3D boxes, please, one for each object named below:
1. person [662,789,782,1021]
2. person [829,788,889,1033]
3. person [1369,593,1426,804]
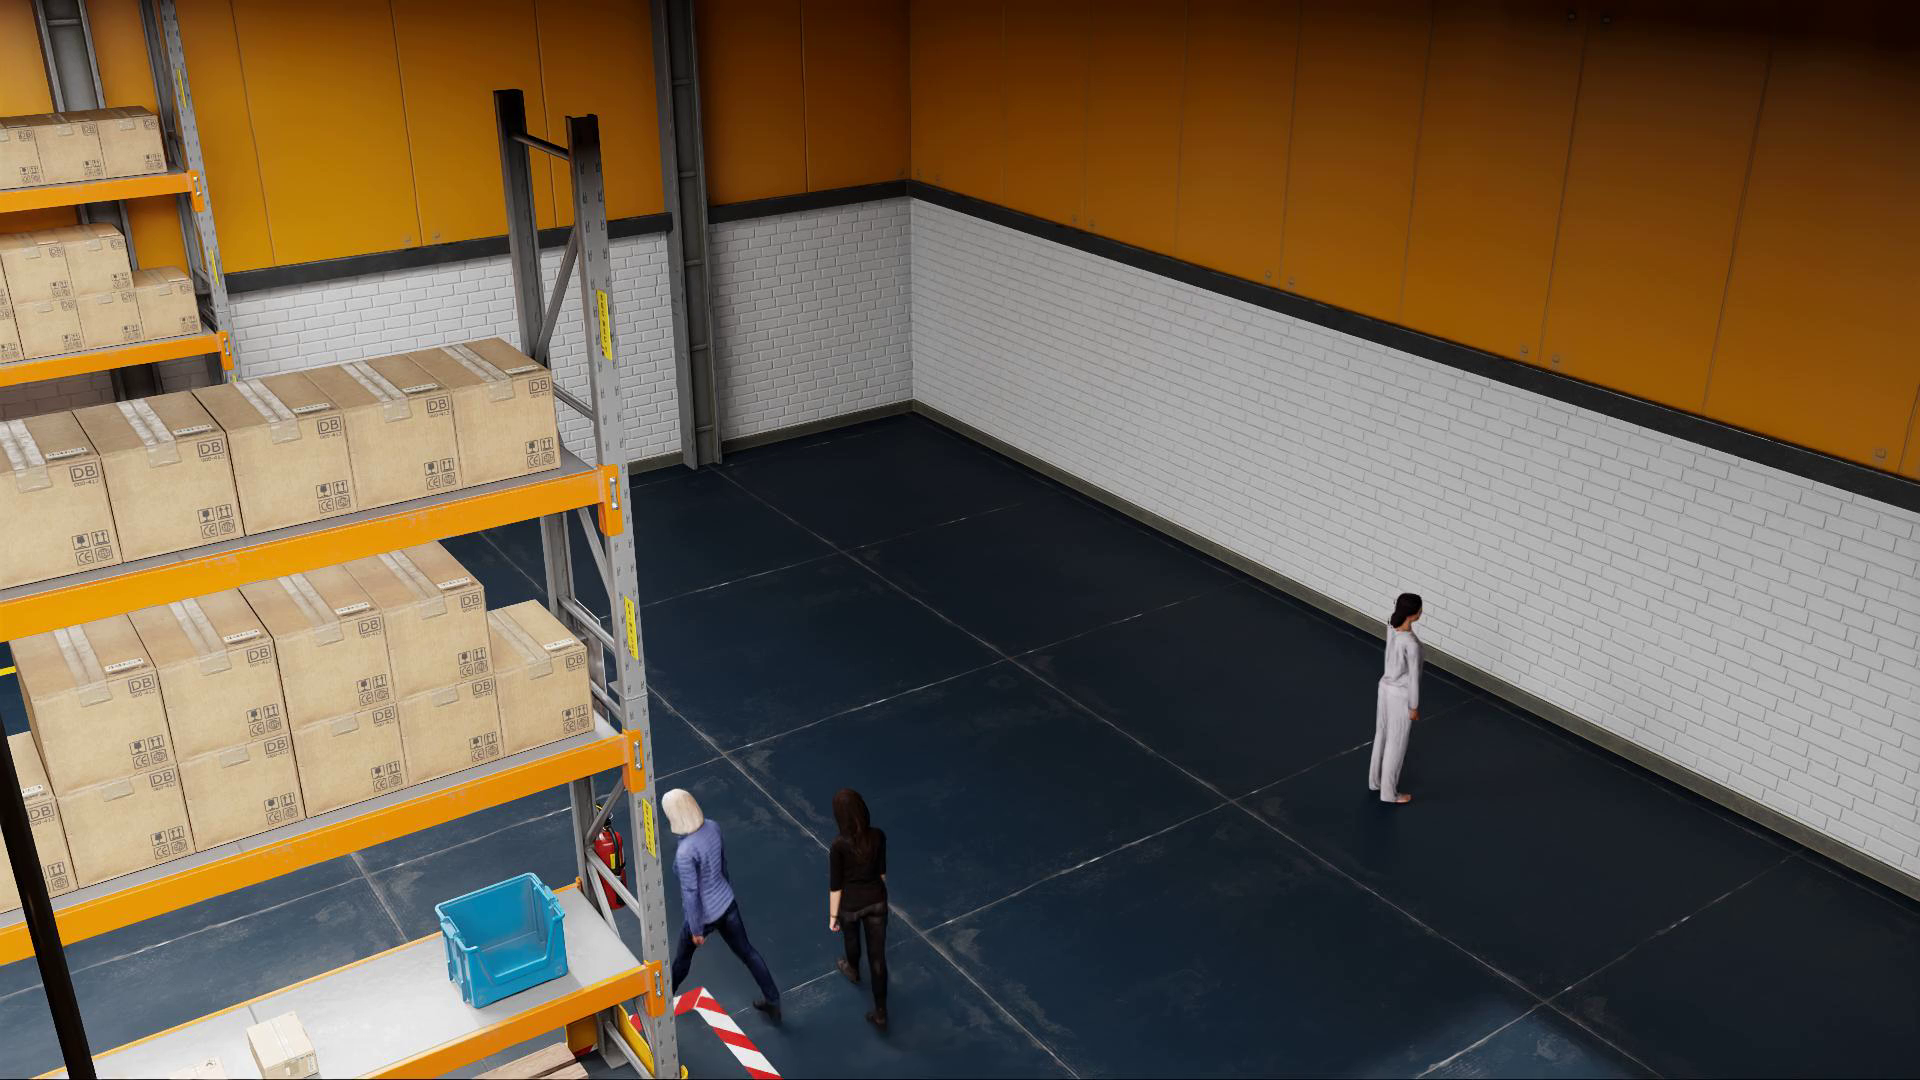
[{"bbox_3d":[-1.512,2.399,10.569,1.155,1.648,1.260,11,26,24],"label":"person"},{"bbox_3d":[-0.587,2.399,10.641,1.051,1.589,0.832,-9,25,-19],"label":"person"},{"bbox_3d":[3.440,1.228,13.090,0.645,1.773,0.663,-6,24,-13],"label":"person"}]
